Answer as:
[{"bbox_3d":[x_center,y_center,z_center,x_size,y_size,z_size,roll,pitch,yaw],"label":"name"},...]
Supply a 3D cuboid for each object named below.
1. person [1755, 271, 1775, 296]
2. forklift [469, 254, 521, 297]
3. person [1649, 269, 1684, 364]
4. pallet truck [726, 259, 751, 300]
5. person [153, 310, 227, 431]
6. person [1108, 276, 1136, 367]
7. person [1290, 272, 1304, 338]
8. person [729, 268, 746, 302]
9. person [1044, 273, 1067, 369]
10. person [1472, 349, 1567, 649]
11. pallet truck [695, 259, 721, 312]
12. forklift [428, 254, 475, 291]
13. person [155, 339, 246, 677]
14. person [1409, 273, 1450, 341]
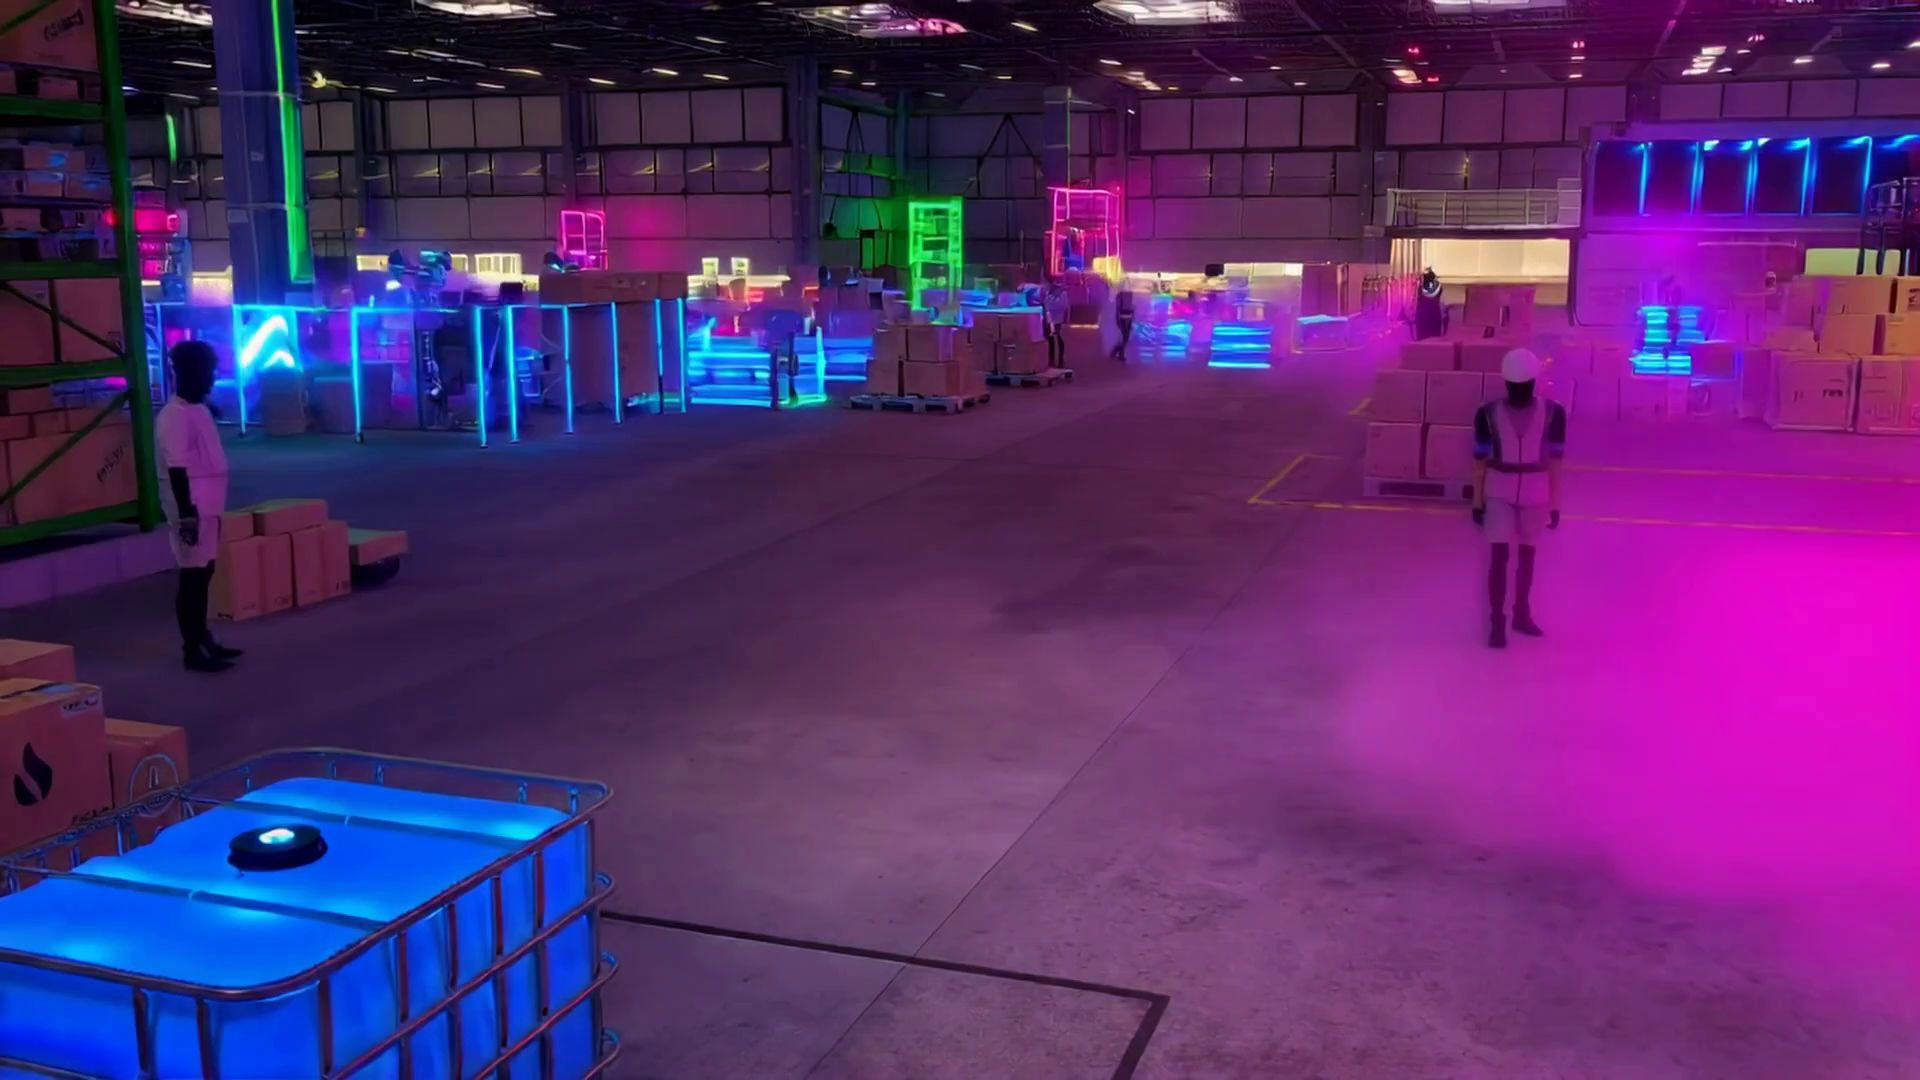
[{"bbox_3d":[18.535,-5.239,38.306,0.604,1.908,0.460,-4,11,-22],"label":"person"},{"bbox_3d":[-17.990,-10.121,64.684,1.157,1.987,2.680,3,11,17],"label":"forklift"},{"bbox_3d":[15.062,-4.733,35.221,0.992,2.008,0.622,-6,12,-29],"label":"person"},{"bbox_3d":[-7.986,-9.493,62.019,0.823,1.965,1.885,3,11,17],"label":"pallet truck"},{"bbox_3d":[-10.411,-2.283,22.419,0.903,1.644,0.534,-5,11,-28],"label":"person"},{"bbox_3d":[3.321,-4.516,34.369,0.573,1.867,0.646,9,14,42],"label":"person"},{"bbox_3d":[9.076,-6.297,44.682,0.329,1.765,0.533,5,11,26],"label":"person"},{"bbox_3d":[-6.196,-6.681,46.608,0.538,1.849,0.675,3,10,16],"label":"person"},{"bbox_3d":[1.904,-4.428,33.666,0.552,1.935,0.373,9,14,42],"label":"person"},{"bbox_3d":[3.507,-0.272,10.485,0.549,1.880,0.717,2,10,13],"label":"person"},{"bbox_3d":[-9.165,-9.627,62.776,0.823,1.965,1.885,4,11,23],"label":"pallet truck"},{"bbox_3d":[-20.133,-10.254,65.465,1.157,1.987,2.680,3,11,19],"label":"forklift"},{"bbox_3d":[-4.458,-0.189,9.729,0.372,1.959,0.603,-2,10,-12],"label":"person"},{"bbox_3d":[8.827,-4.067,31.338,0.691,2.000,1.059,6,12,29],"label":"person"}]
